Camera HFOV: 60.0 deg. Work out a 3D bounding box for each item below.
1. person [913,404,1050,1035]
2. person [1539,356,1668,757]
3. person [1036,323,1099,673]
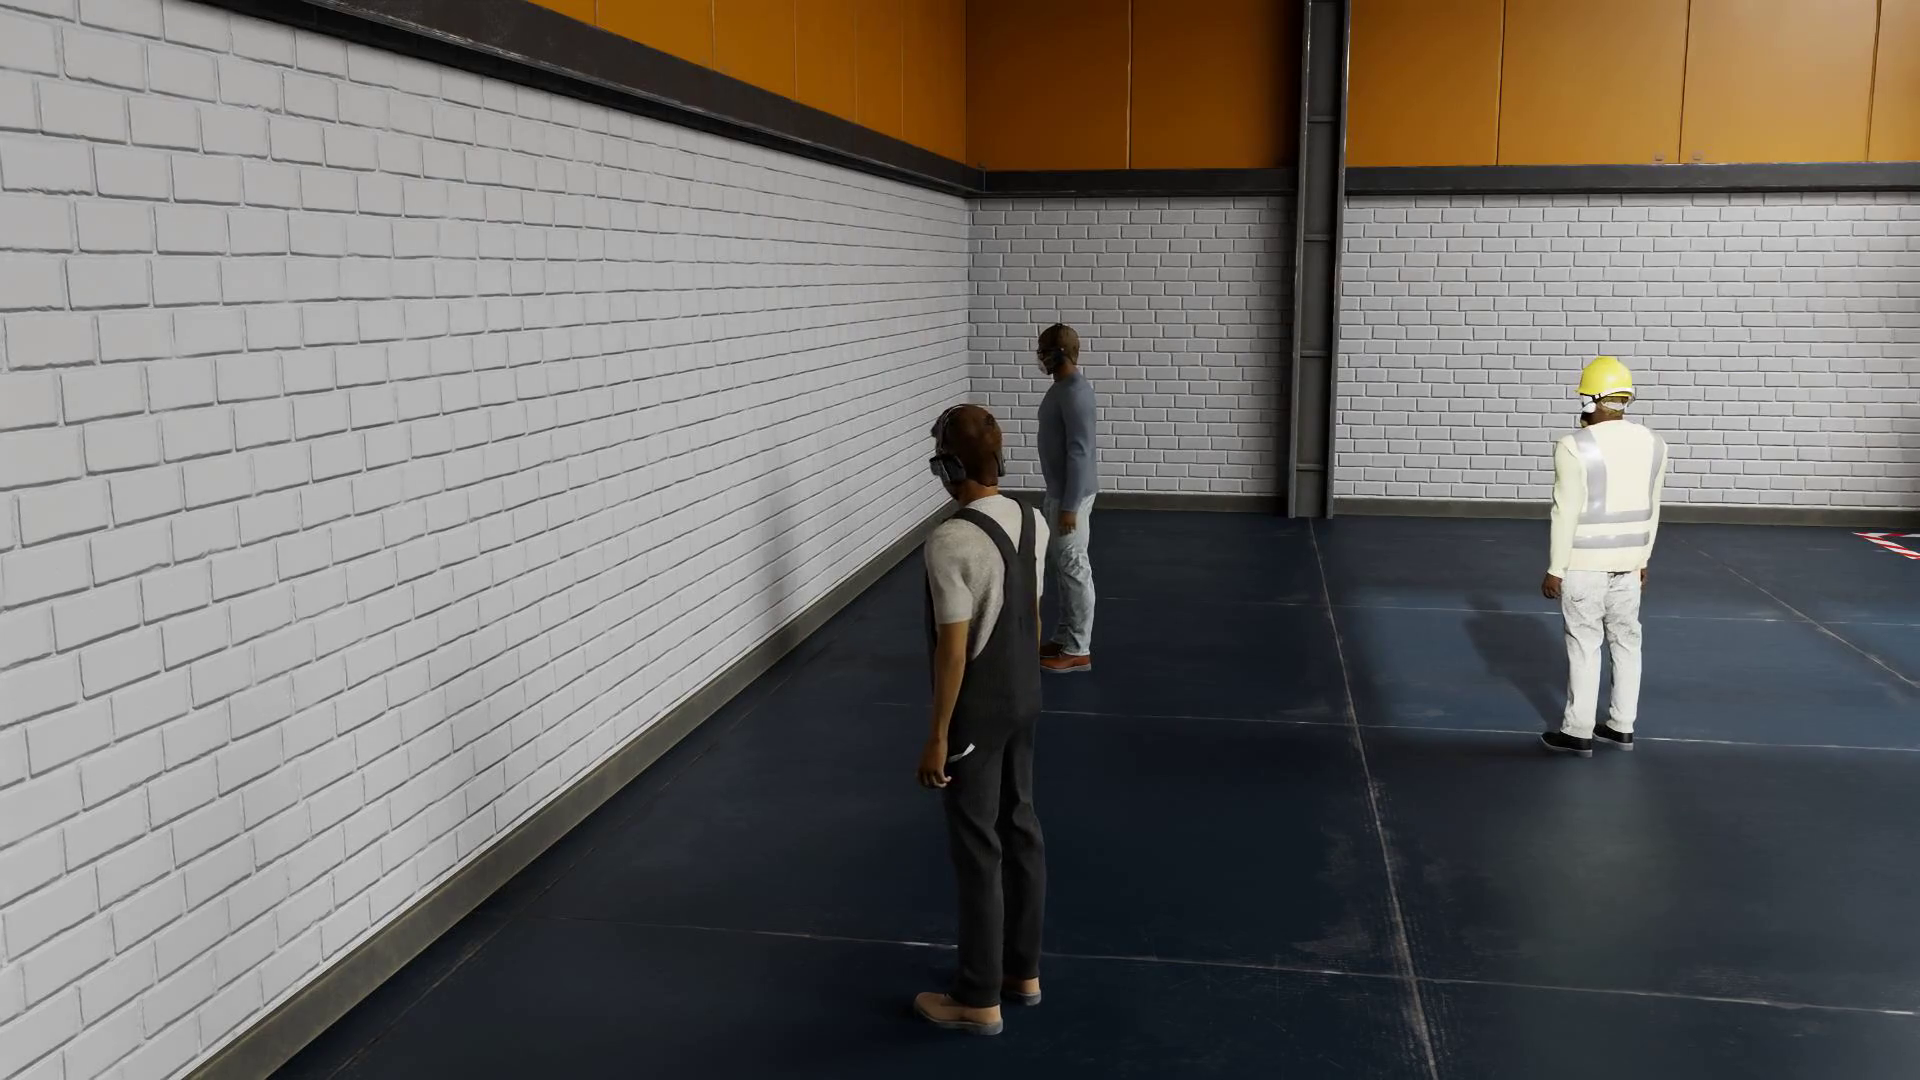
[{"bbox_3d":[0.059,0.524,4.866,0.350,1.838,0.506,7,11,37],"label":"person"},{"bbox_3d":[2.922,0.080,7.627,0.592,1.834,0.404,-3,10,-20],"label":"person"},{"bbox_3d":[0.582,-0.230,9.239,0.374,1.936,0.627,-1,9,-4],"label":"person"}]
